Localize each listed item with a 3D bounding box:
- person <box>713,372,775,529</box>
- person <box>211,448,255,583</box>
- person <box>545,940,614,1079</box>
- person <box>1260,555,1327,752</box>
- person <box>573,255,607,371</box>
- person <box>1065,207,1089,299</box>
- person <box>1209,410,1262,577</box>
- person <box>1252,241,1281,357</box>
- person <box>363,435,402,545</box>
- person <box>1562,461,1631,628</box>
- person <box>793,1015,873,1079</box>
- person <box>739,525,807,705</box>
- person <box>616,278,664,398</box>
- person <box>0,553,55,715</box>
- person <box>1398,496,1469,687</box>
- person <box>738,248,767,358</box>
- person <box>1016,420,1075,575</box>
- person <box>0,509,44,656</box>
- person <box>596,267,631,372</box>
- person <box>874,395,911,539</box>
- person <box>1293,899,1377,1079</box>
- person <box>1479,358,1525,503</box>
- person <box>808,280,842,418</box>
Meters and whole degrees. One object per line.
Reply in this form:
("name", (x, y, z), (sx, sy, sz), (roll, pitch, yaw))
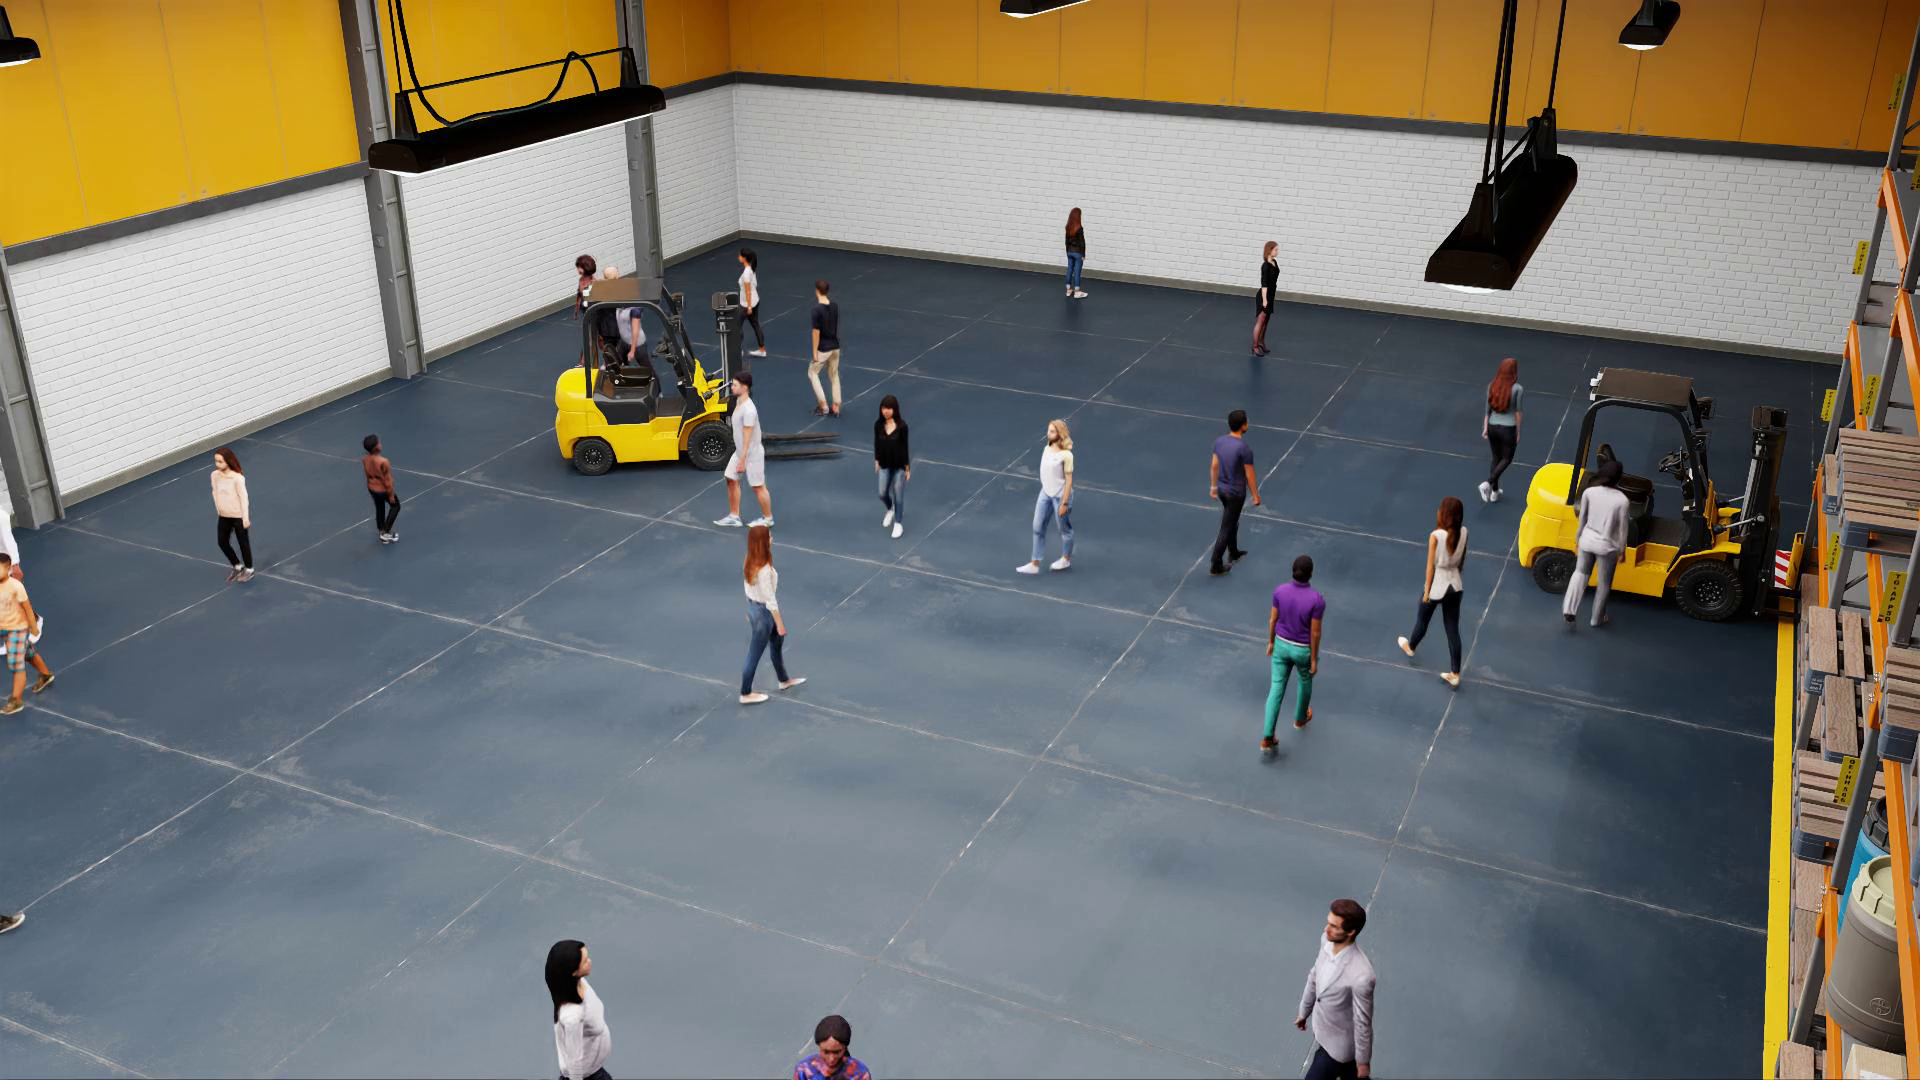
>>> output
("person", (-2.242, -0.976, 18.381), (1.058, 1.829, 0.999), (-9, 25, -19))
("person", (-7.490, -0.278, 17.231), (0.626, 1.472, 0.593), (6, 24, 14))
("person", (-2.244, 3.011, 9.481), (1.134, 1.652, 1.090), (-8, 25, -17))
("person", (2.778, 0.984, 14.027), (0.695, 1.726, 1.163), (13, 27, 27))
("person", (-5.118, -3.165, 23.489), (0.829, 1.749, 1.113), (22, 32, 40))
("person", (1.899, -4.757, 27.461), (0.618, 1.485, 0.623), (-21, 31, -40))
("person", (2.750, -0.465, 17.291), (1.001, 1.766, 0.900), (-14, 27, -29))
("person", (4.490, -3.559, 24.451), (0.650, 1.701, 0.451), (12, 26, 26))
("person", (-6.340, -0.529, 18.082), (0.524, 1.250, 0.489), (11, 26, 24))
("person", (6.173, 0.066, 16.125), (0.943, 1.728, 0.808), (-21, 31, -39))
("person", (-0.672, 3.223, 8.962), (0.839, 1.680, 1.264), (3, 24, 7))
("person", (-1.848, 0.683, 14.740), (0.992, 1.706, 0.927), (-9, 25, -19))
("person", (-4.268, -2.586, 22.136), (1.285, 1.772, 0.992), (-21, 31, -40))
("person", (-8.422, 0.771, 14.890), (0.632, 1.424, 1.013), (6, 24, 14))
("person", (4.449, 0.503, 15.112), (1.084, 1.737, 1.162), (-7, 25, -16))
("person", (-2.996, -3.446, 24.284), (0.781, 1.628, 0.822), (3, 24, 6))
("person", (1.085, -0.456, 17.352), (1.051, 1.701, 0.899), (-17, 29, -34))
("person", (-9.053, 0.199, 15.734), (0.669, 1.797, 0.726), (8, 25, 17))
("person", (-4.706, -2.845, 22.694), (0.707, 1.800, 0.613), (7, 25, 17))
("person", (-0.710, -0.854, 18.342), (0.642, 1.636, 0.706), (5, 24, 12))
("person", (2.265, 2.866, 9.629), (1.200, 1.800, 1.252), (-4, 24, -8))
("person", (6.176, -1.207, 19.037), (0.735, 1.728, 0.968), (19, 30, 36))
("person", (-1.682, -2.477, 21.818), (0.807, 1.828, 0.656), (20, 31, 38))
